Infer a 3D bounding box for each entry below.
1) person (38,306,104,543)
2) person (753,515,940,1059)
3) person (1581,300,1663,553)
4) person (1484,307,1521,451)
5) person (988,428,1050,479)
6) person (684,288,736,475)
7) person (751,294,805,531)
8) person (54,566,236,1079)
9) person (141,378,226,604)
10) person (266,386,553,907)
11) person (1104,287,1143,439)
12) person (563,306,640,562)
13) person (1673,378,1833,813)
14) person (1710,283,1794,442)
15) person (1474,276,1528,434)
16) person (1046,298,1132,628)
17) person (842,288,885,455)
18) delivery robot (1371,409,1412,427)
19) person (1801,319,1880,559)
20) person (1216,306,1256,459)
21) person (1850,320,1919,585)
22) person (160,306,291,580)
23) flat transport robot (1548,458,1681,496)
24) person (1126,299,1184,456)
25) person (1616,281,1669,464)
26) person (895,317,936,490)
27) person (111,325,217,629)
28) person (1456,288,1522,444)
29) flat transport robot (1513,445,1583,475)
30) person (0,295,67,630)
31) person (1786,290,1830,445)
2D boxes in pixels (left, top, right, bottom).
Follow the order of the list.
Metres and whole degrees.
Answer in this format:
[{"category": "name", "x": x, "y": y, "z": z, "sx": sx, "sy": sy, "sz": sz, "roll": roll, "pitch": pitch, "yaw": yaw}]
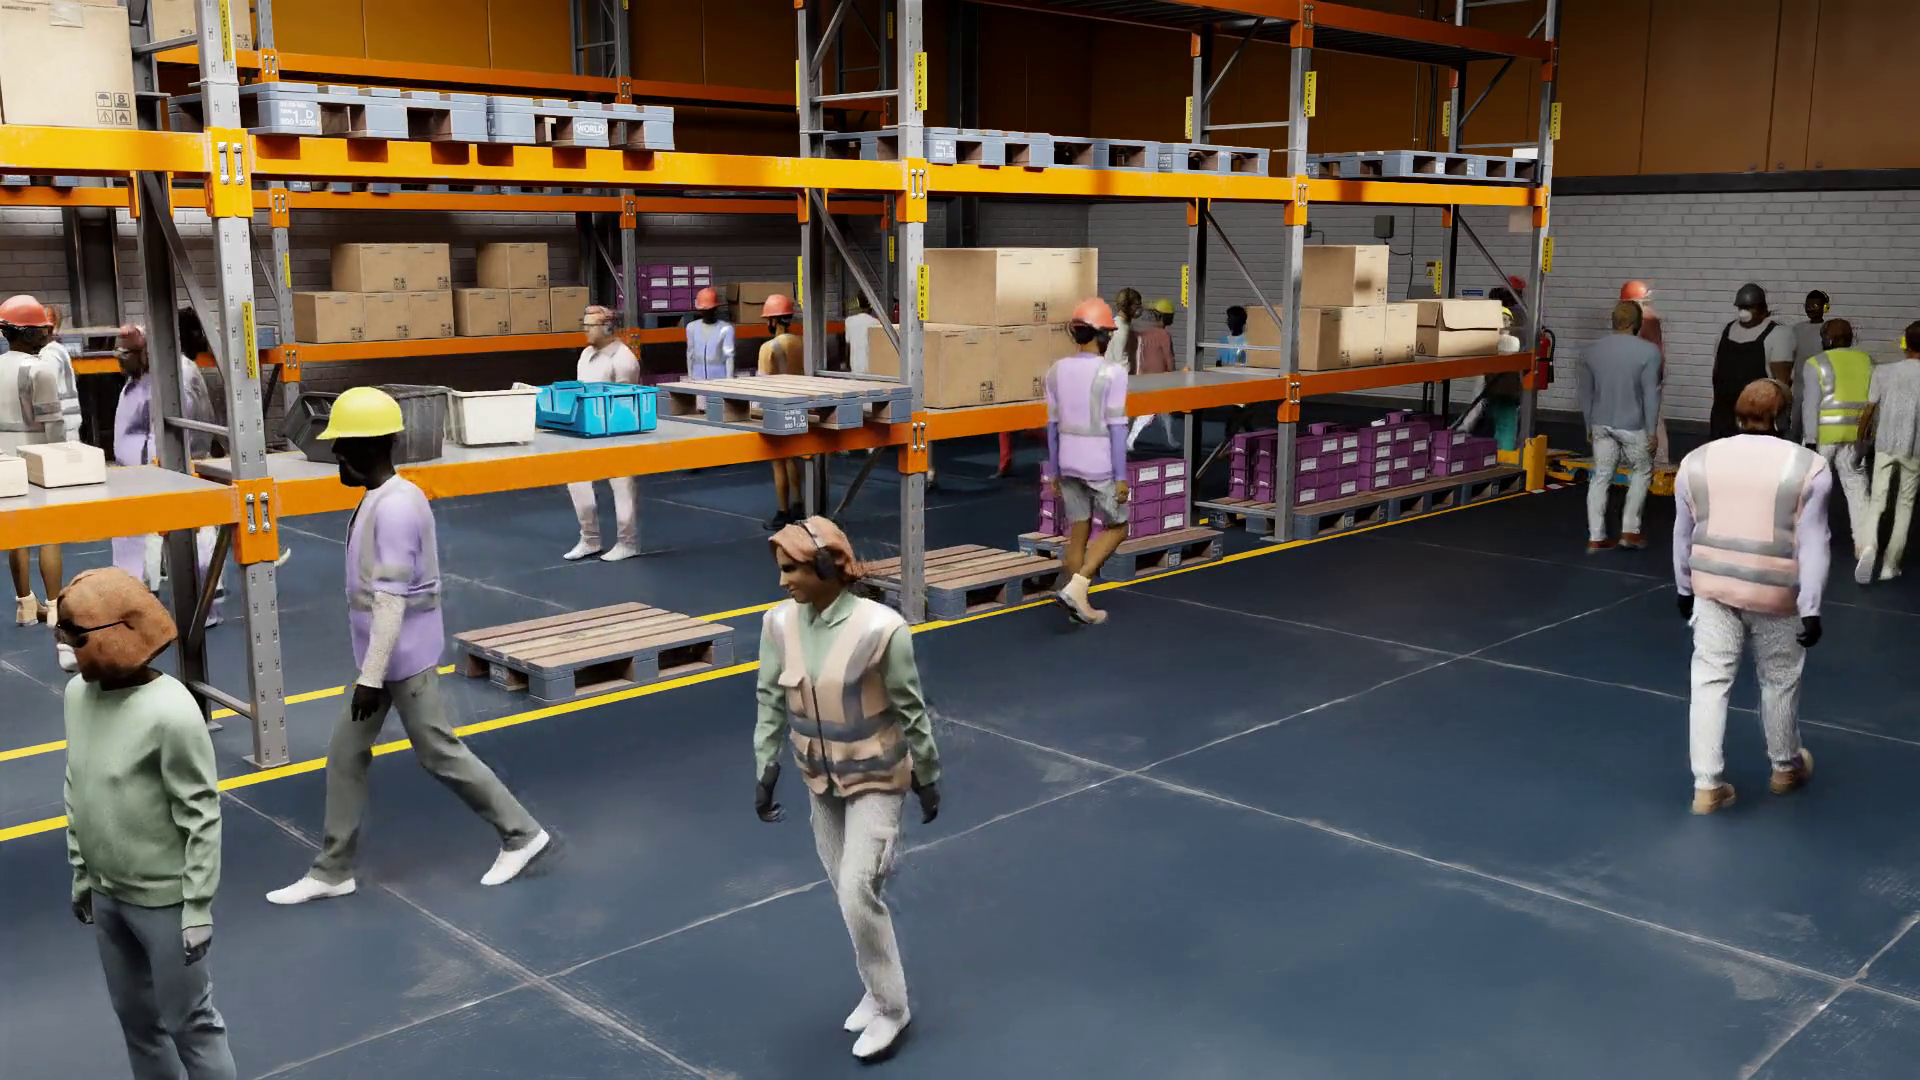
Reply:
[{"category": "person", "x": -7.150, "y": -0.866, "z": 12.869, "sx": 0.869, "sy": 1.850, "sz": 0.606, "roll": -6, "pitch": 12, "yaw": -28}, {"category": "person", "x": -0.319, "y": 0.713, "z": 4.915, "sx": 0.531, "sy": 1.609, "sz": 0.506, "roll": 7, "pitch": 13, "yaw": 35}, {"category": "person", "x": 5.059, "y": -0.860, "z": 12.660, "sx": 0.672, "sy": 1.916, "sz": 0.665, "roll": -9, "pitch": 13, "yaw": -39}, {"category": "person", "x": 5.344, "y": -1.429, "z": 16.343, "sx": 0.345, "sy": 1.712, "sz": 0.593, "roll": -1, "pitch": 10, "yaw": -6}, {"category": "person", "x": 0.657, "y": -1.468, "z": 16.519, "sx": 0.736, "sy": 1.742, "sz": 0.525, "roll": -7, "pitch": 13, "yaw": -35}, {"category": "person", "x": -2.541, "y": -1.616, "z": 16.904, "sx": 0.555, "sy": 1.873, "sz": 1.032, "roll": 2, "pitch": 11, "yaw": 11}, {"category": "person", "x": -1.466, "y": -1.024, "z": 13.519, "sx": 0.424, "sy": 1.927, "sz": 0.564, "roll": 7, "pitch": 13, "yaw": 34}, {"category": "person", "x": -1.987, "y": 0.865, "z": 4.037, "sx": 0.507, "sy": 1.631, "sz": 0.273, "roll": 6, "pitch": 12, "yaw": 30}, {"category": "person", "x": -5.132, "y": -0.431, "z": 10.643, "sx": 0.608, "sy": 1.801, "sz": 0.744, "roll": 9, "pitch": 14, "yaw": 42}, {"category": "person", "x": -1.998, "y": 0.381, "z": 6.009, "sx": 0.971, "sy": 1.885, "sz": 0.589, "roll": -6, "pitch": 12, "yaw": -29}, {"category": "person", "x": 1.475, "y": -1.328, "z": 15.170, "sx": 0.351, "sy": 1.936, "sz": 0.634, "roll": 0, "pitch": 10, "yaw": 0}, {"category": "person", "x": -2.674, "y": -0.759, "z": 12.178, "sx": 0.673, "sy": 1.887, "sz": 0.657, "roll": 9, "pitch": 14, "yaw": 42}, {"category": "person", "x": 3.393, "y": 0.217, "z": 7.078, "sx": 0.659, "sy": 1.808, "sz": 0.883, "roll": 10, "pitch": 14, "yaw": 43}, {"category": "person", "x": 7.011, "y": -1.315, "z": 14.816, "sx": 1.012, "sy": 2.000, "sz": 0.693, "roll": -9, "pitch": 14, "yaw": -40}, {"category": "person", "x": 6.588, "y": -2.242, "z": 20.254, "sx": 0.930, "sy": 1.896, "sz": 0.569, "roll": 4, "pitch": 11, "yaw": 23}, {"category": "person", "x": 0.780, "y": -0.449, "z": 10.126, "sx": 0.481, "sy": 2.028, "sz": 0.628, "roll": -10, "pitch": 14, "yaw": -44}, {"category": "person", "x": -1.076, "y": -1.829, "z": 18.156, "sx": 0.529, "sy": 1.847, "sz": 0.724, "roll": 5, "pitch": 11, "yaw": 24}, {"category": "delivery robot", "x": 4.750, "y": -1.149, "z": 17.710, "sx": 0.707, "sy": 0.478, "sz": 0.477, "roll": 9, "pitch": 13, "yaw": 39}, {"category": "person", "x": 6.674, "y": -0.770, "z": 12.593, "sx": 0.644, "sy": 1.788, "sz": 0.815, "roll": 0, "pitch": 10, "yaw": -2}, {"category": "person", "x": 3.048, "y": -1.726, "z": 18.142, "sx": 0.875, "sy": 1.663, "sz": 0.537, "roll": -8, "pitch": 13, "yaw": -36}, {"category": "person", "x": 6.416, "y": -0.588, "z": 11.415, "sx": 0.581, "sy": 1.835, "sz": 0.805, "roll": 8, "pitch": 13, "yaw": 37}, {"category": "person", "x": -5.299, "y": -0.669, "z": 11.637, "sx": 1.004, "sy": 1.910, "sz": 0.630, "roll": -6, "pitch": 12, "yaw": -30}, {"category": "flat transport robot", "x": 6.420, "y": -0.631, "z": 15.912, "sx": 0.652, "sy": 0.197, "sz": 1.431, "roll": -6, "pitch": 12, "yaw": -29}, {"category": "person", "x": 2.134, "y": -1.775, "z": 18.219, "sx": 0.911, "sy": 1.717, "sz": 0.524, "roll": -3, "pitch": 11, "yaw": -17}, {"category": "person", "x": 6.961, "y": -1.657, "z": 16.994, "sx": 0.689, "sy": 1.940, "sz": 0.641, "roll": 9, "pitch": 14, "yaw": 42}, {"category": "person", "x": -0.438, "y": -1.247, "z": 15.428, "sx": 0.553, "sy": 1.673, "sz": 0.405, "roll": -3, "pitch": 11, "yaw": -16}, {"category": "person", "x": -4.880, "y": -0.327, "z": 9.864, "sx": 0.852, "sy": 1.872, "sz": 0.669, "roll": -10, "pitch": 14, "yaw": -43}, {"category": "person", "x": 6.040, "y": -1.971, "z": 19.021, "sx": 0.658, "sy": 1.805, "sz": 0.917, "roll": -8, "pitch": 13, "yaw": -36}, {"category": "flat transport robot", "x": 5.637, "y": -0.853, "z": 17.126, "sx": 0.652, "sy": 0.197, "sz": 1.431, "roll": -7, "pitch": 12, "yaw": -33}, {"category": "person", "x": -5.656, "y": -0.466, "z": 10.180, "sx": 0.606, "sy": 2.044, "sz": 0.373, "roll": 5, "pitch": 11, "yaw": 24}, {"category": "person", "x": 8.406, "y": -1.529, "z": 16.450, "sx": 0.317, "sy": 1.870, "sz": 0.531, "roll": -9, "pitch": 13, "yaw": -39}]
